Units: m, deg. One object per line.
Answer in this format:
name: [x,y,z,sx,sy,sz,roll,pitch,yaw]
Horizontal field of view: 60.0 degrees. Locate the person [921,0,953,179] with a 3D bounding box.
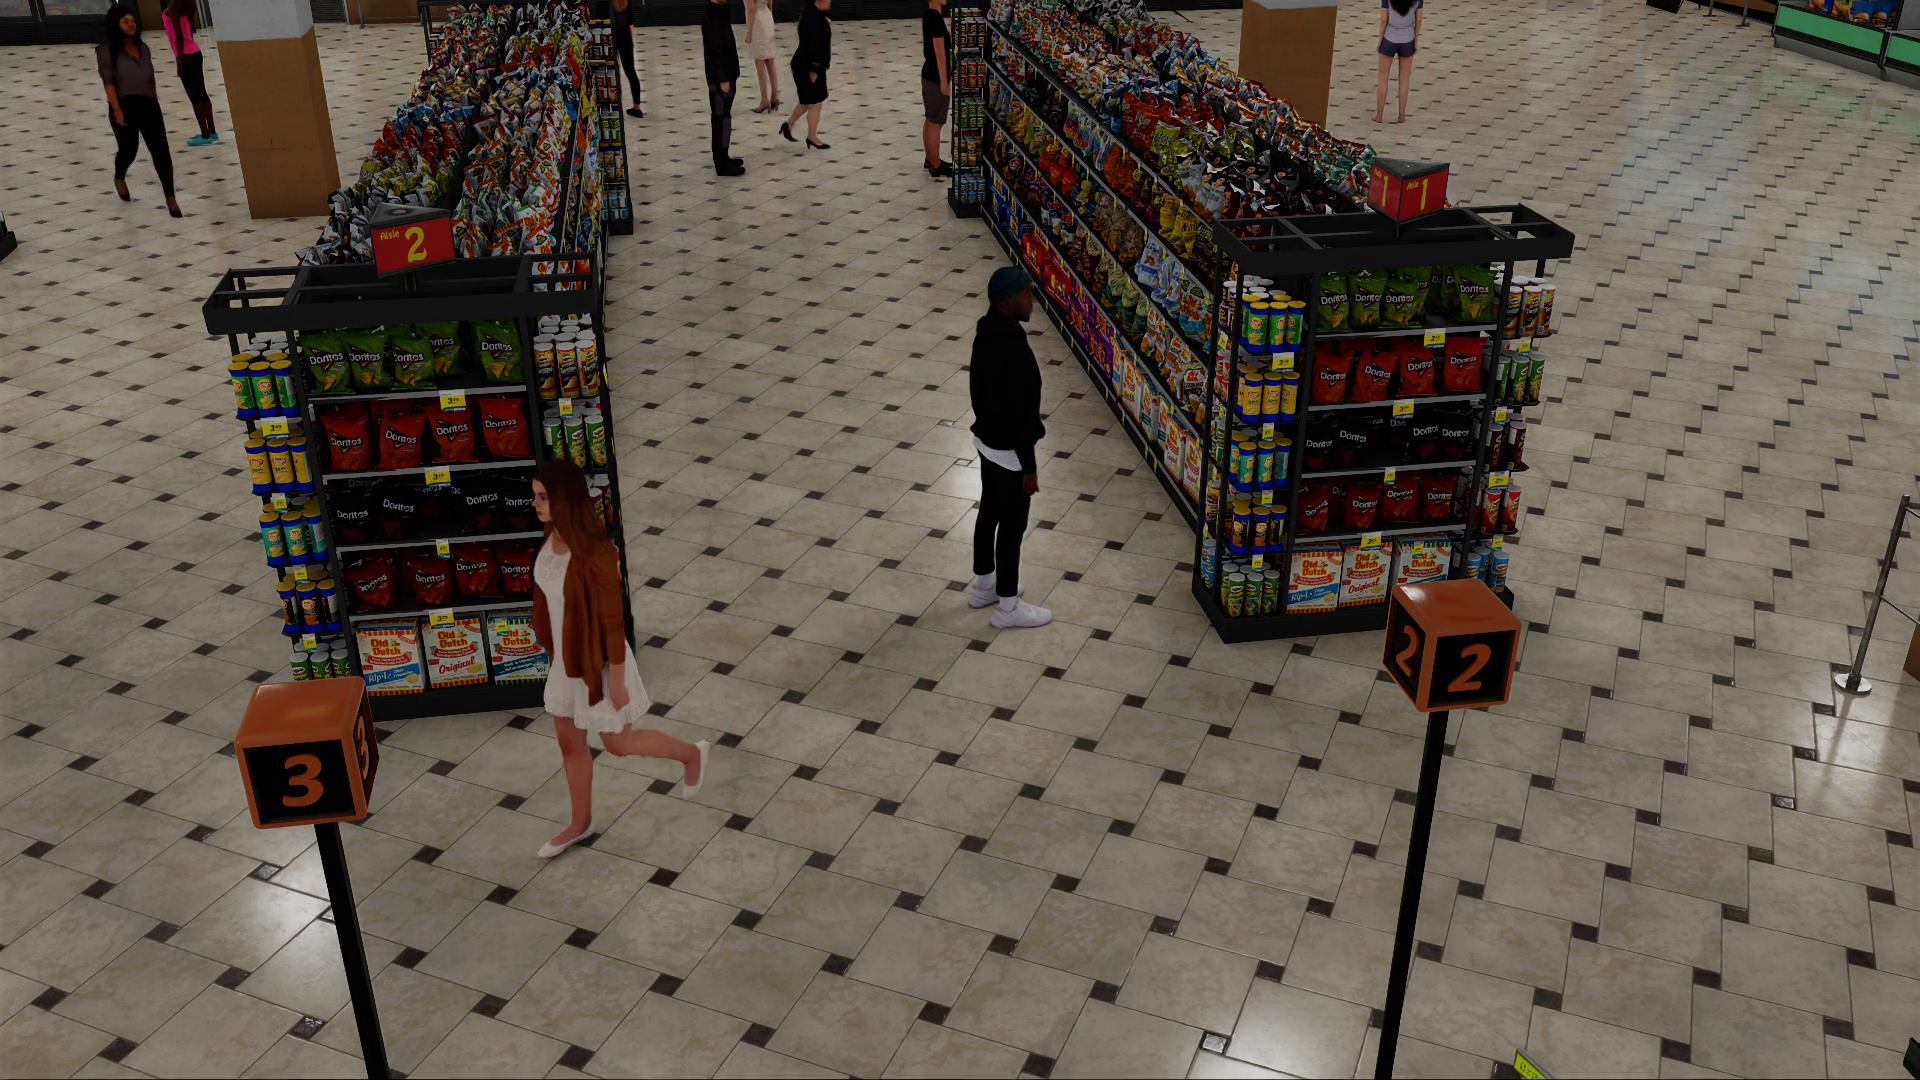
person: [-0.235,-4.452,15.965,0.725,1.861,0.512,-5,27,-10]

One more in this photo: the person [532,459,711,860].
person: [-1.363,0.441,6.501,1.017,1.695,1.043,-23,35,-38]

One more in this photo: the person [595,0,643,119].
person: [-3.735,-5.457,18.118,0.681,1.707,0.698,-20,33,-35]

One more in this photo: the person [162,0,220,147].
person: [-7.922,-4.943,17.086,0.656,1.724,0.528,0,27,-1]

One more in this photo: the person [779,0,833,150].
person: [-1.571,-4.763,16.817,0.802,1.646,0.768,-3,27,-6]

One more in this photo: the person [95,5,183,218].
person: [-7.321,-3.749,14.646,1.229,1.801,1.108,23,35,37]

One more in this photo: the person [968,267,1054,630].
person: [0.212,-0.452,8.127,0.770,1.817,0.590,-10,29,-19]

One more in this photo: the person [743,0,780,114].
person: [-2.201,-5.628,18.424,0.749,1.735,0.691,18,32,31]

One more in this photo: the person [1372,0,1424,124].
person: [4.728,-5.391,17.989,0.643,1.706,0.598,2,27,3]

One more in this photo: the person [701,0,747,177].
person: [-2.314,-4.465,16.016,0.768,1.839,0.491,-4,27,-8]
